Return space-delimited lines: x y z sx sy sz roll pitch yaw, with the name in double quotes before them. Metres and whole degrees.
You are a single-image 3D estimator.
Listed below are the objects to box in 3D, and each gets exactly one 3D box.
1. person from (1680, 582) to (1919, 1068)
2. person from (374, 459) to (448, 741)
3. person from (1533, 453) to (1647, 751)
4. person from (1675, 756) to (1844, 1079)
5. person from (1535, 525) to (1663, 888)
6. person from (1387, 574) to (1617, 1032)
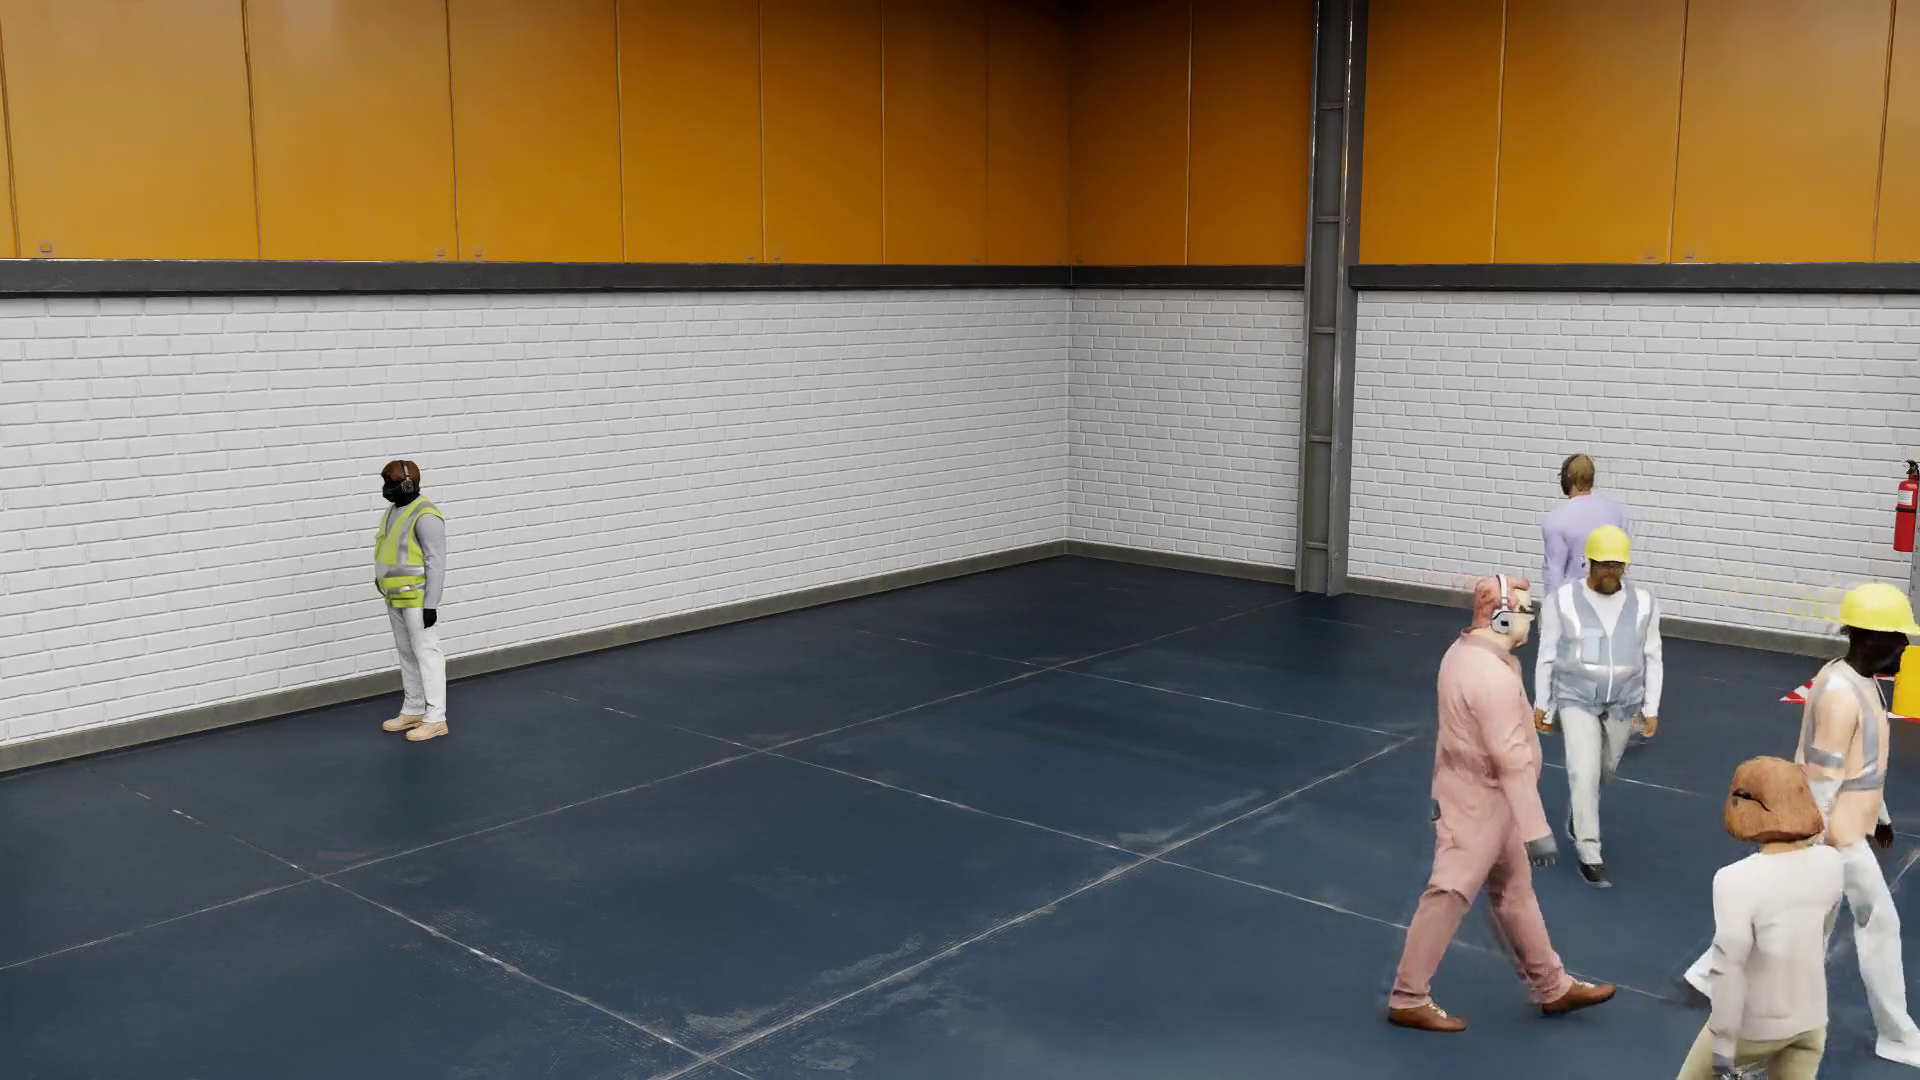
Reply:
"person" 3.394 1.071 6.525 1.003 1.880 0.604 5 10 29
"person" -3.606 0.387 10.909 0.429 1.842 0.632 -8 12 -42
"person" 4.018 0.397 10.682 0.642 1.911 0.943 -3 10 -19
"person" 2.402 1.441 5.010 0.509 1.615 0.513 -3 9 -17
"person" 3.267 0.787 8.555 0.597 1.800 0.911 1 9 4
"person" 2.183 1.066 6.588 0.971 1.862 0.649 2 9 11
